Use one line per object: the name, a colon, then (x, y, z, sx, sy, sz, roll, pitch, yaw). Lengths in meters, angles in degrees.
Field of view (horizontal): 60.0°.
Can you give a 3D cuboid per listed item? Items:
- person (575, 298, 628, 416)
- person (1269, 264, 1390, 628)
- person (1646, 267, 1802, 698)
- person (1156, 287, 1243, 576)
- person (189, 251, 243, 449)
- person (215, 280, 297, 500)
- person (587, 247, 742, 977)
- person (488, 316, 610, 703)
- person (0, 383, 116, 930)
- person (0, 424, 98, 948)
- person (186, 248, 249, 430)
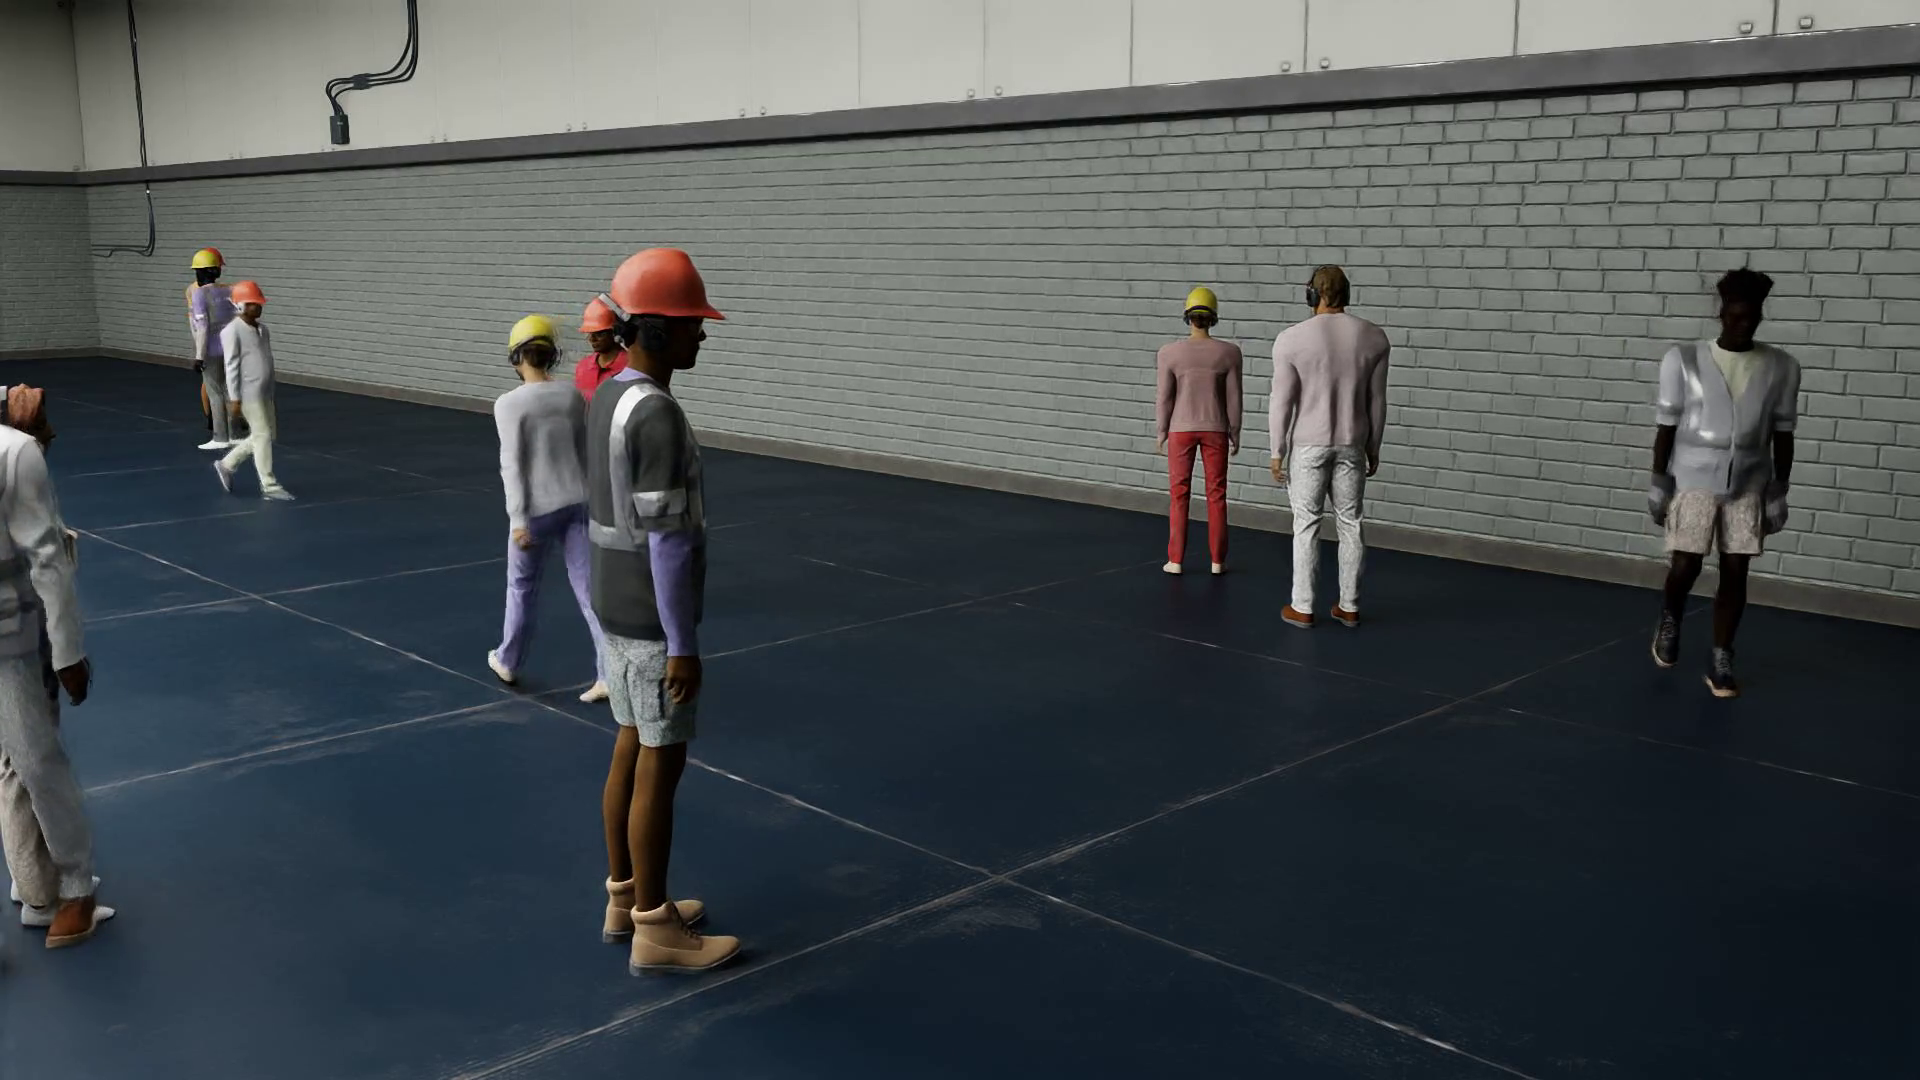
person: (-1.905, -0.447, 9.099, 0.568, 1.744, 0.358, 6, 12, 31)
person: (1.936, -0.483, 8.796, 0.630, 1.930, 0.372, -1, 10, -6)
person: (3.447, -0.266, 7.552, 0.620, 1.941, 0.517, 2, 11, 11)
person: (1.455, -0.652, 10.151, 0.532, 1.768, 0.311, 0, 10, 3)
person: (-7.275, -1.844, 16.207, 0.372, 1.925, 0.596, 2, 11, 9)
person: (-5.599, -1.174, 13.088, 0.697, 1.732, 0.571, 1, 10, 7)
person: (-0.842, 0.204, 4.726, 0.391, 2.040, 0.615, -5, 11, -25)
person: (-1.855, -0.131, 7.451, 0.925, 1.707, 0.560, 8, 13, 38)
person: (-2.810, 0.351, 5.024, 0.309, 1.641, 0.513, -7, 12, -32)
person: (-2.793, 0.312, 4.654, 0.631, 1.851, 0.704, -1, 10, -5)
person: (-7.934, -2.132, 17.746, 0.543, 1.939, 0.360, 3, 11, 18)
